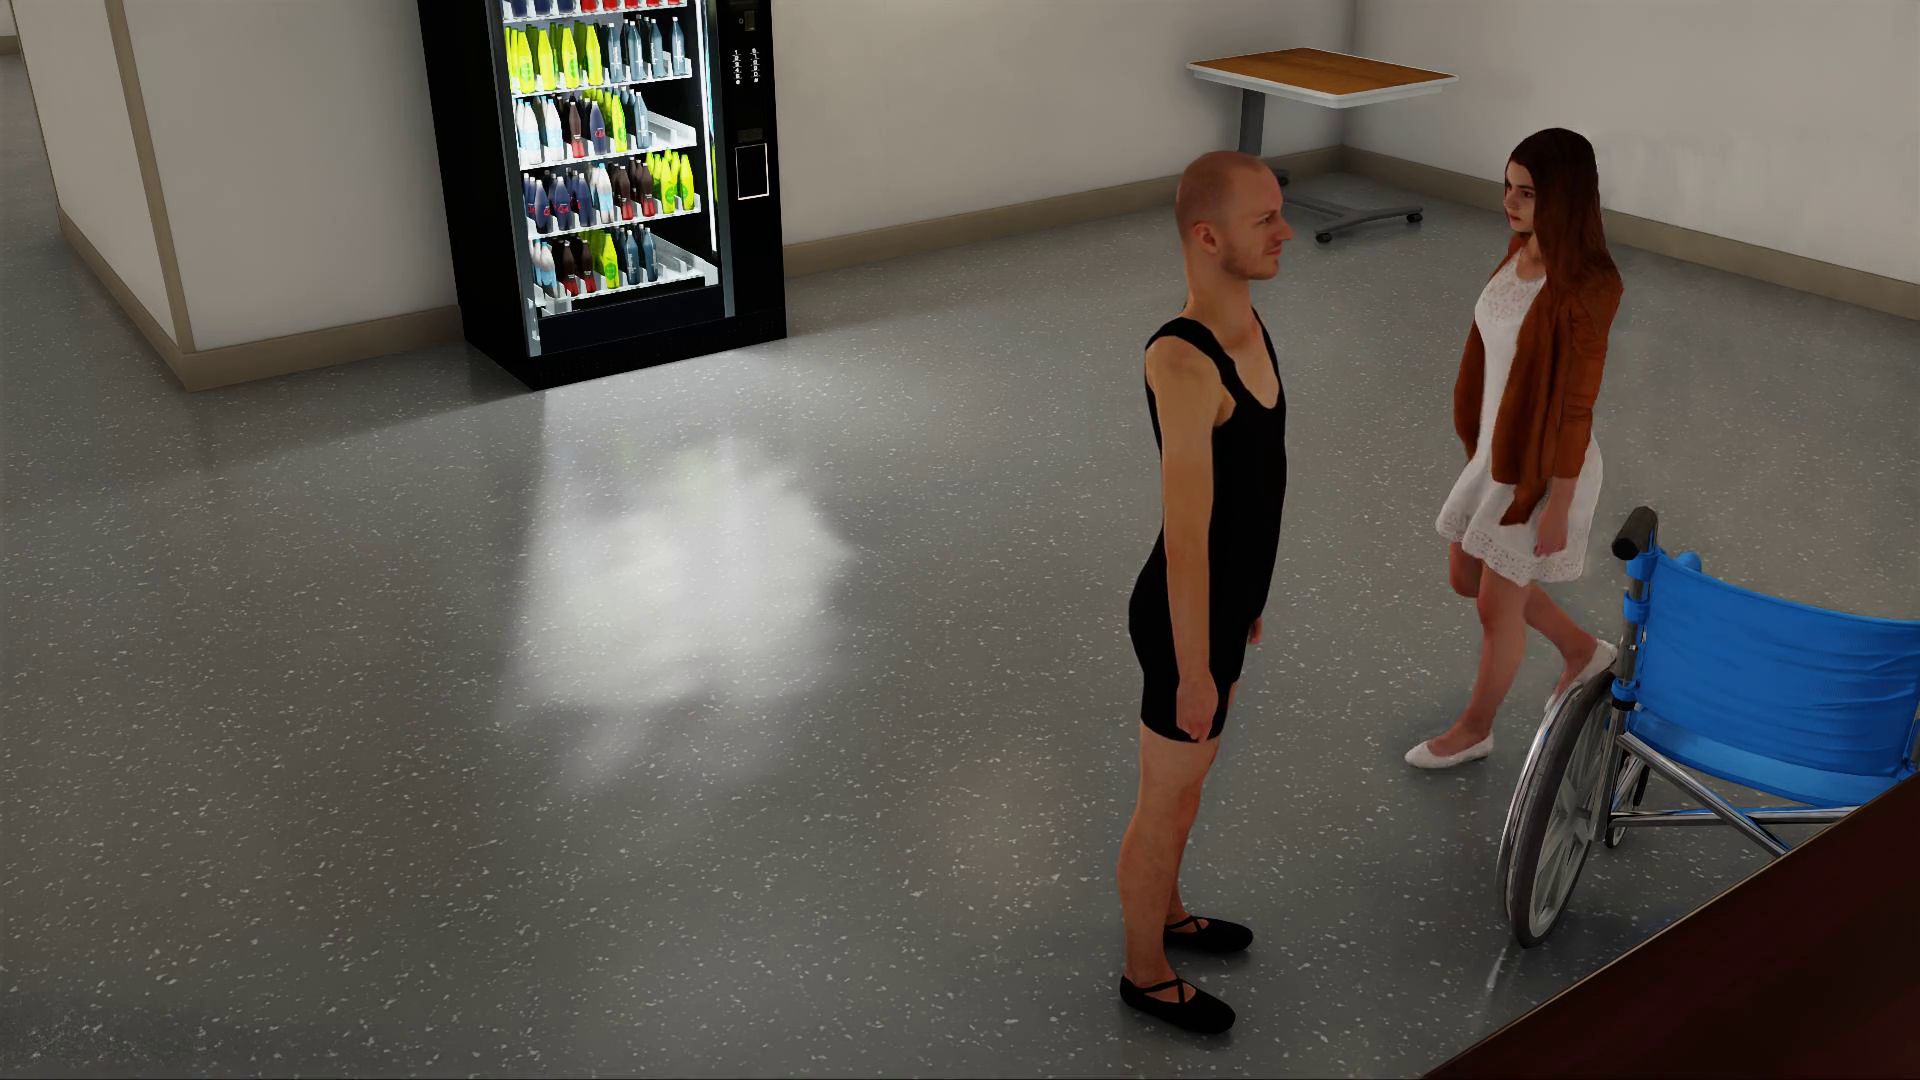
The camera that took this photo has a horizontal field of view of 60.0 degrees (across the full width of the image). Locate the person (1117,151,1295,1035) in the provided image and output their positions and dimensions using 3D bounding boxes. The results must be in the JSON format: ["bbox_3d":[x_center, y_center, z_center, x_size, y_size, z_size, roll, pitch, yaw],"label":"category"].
[{"bbox_3d":[0.469,0.134,3.315,0.772,1.815,0.668,8,27,17],"label":"person"}]

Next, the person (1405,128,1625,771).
[{"bbox_3d":[1.475,-0.176,4.101,0.938,1.689,0.816,-6,26,-12],"label":"person"}]
